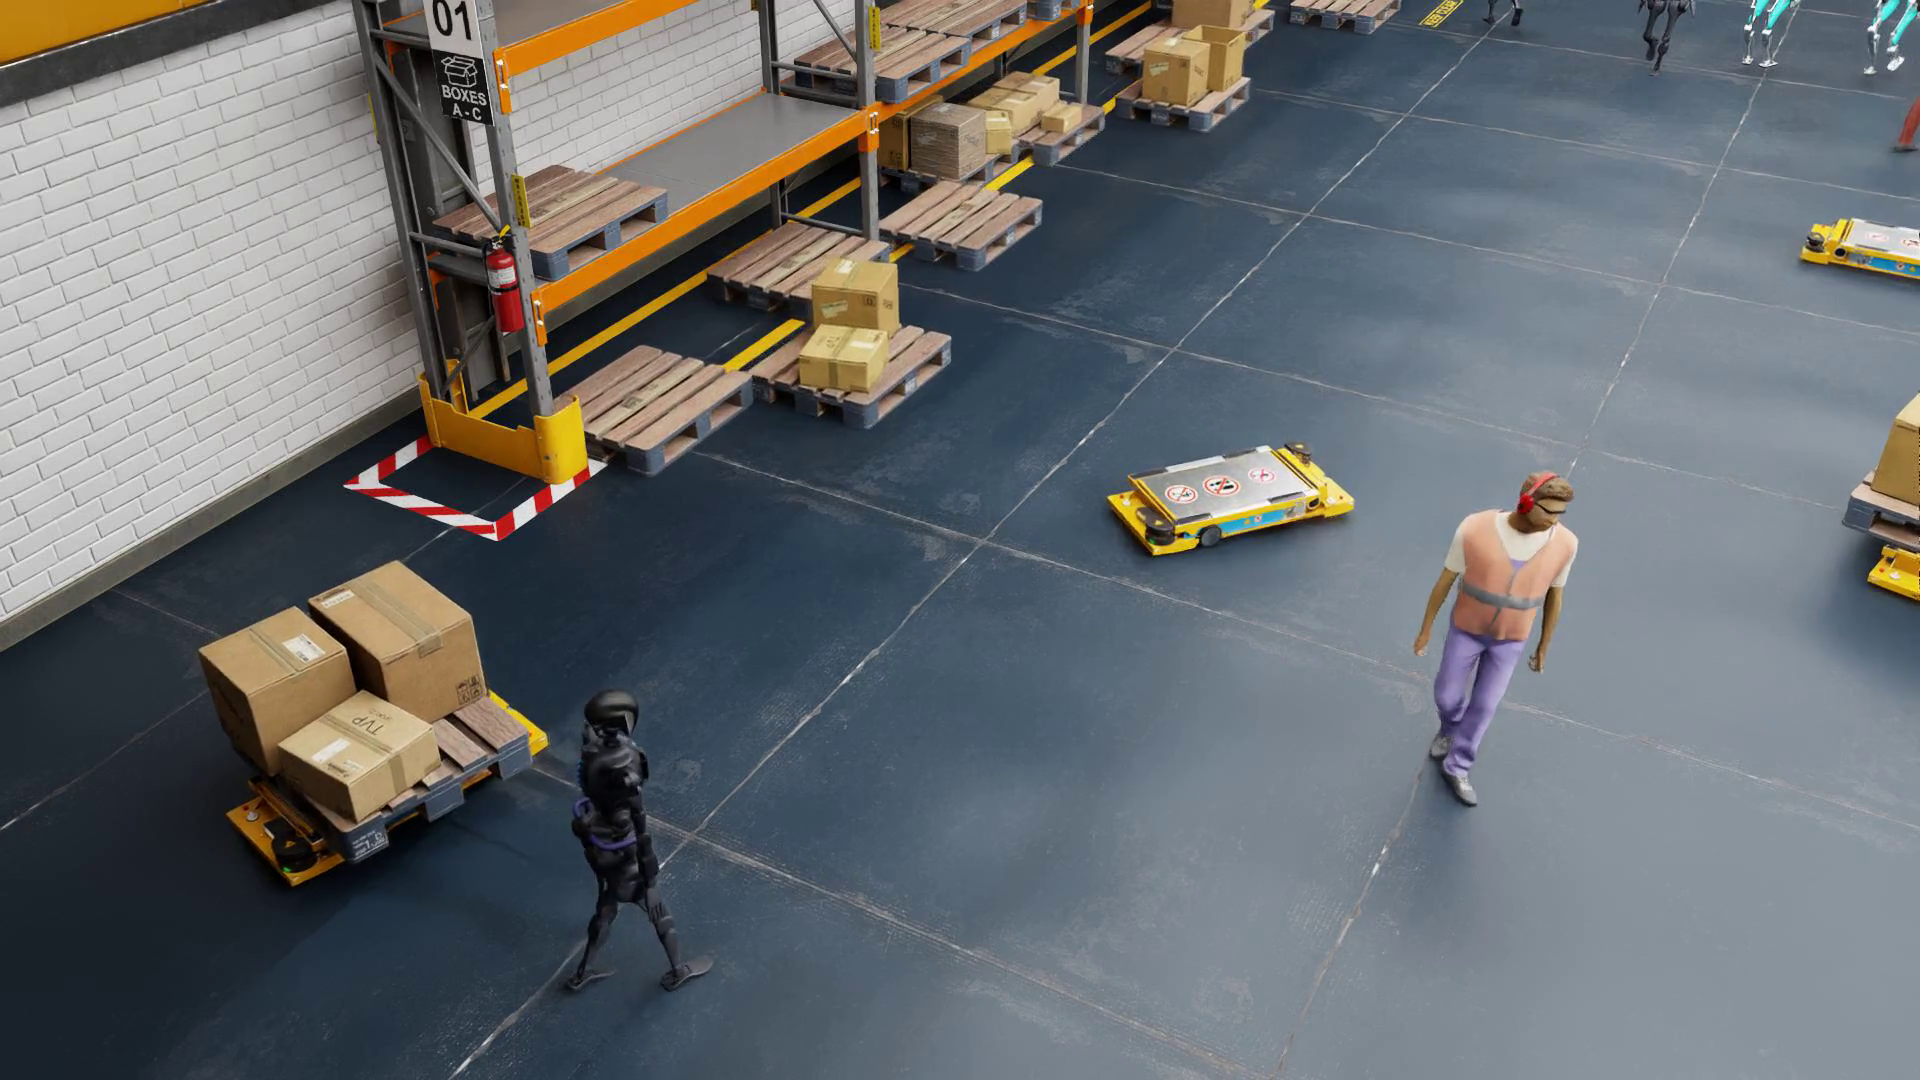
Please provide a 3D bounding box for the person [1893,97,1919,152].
[{"bbox_3d":[9.428,-4.515,15.570,0.983,1.823,0.537,-10,35,-15],"label":"person"}]

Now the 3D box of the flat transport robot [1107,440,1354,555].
[{"bbox_3d":[1.718,-0.274,10.562,1.431,0.231,0.659,-13,35,-18],"label":"flat transport robot"}]

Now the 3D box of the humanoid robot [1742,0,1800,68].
[{"bbox_3d":[8.551,-5.811,17.487,0.533,1.677,0.735,28,43,35],"label":"humanoid robot"}]

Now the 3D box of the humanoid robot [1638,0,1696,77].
[{"bbox_3d":[7.559,-5.793,17.644,0.593,1.646,0.469,19,38,26],"label":"humanoid robot"}]

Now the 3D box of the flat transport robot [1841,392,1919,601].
[{"bbox_3d":[6.120,0.023,10.113,0.659,0.231,1.431,27,42,35],"label":"flat transport robot"}]

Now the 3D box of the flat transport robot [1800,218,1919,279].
[{"bbox_3d":[7.766,-2.355,13.712,1.431,0.231,0.659,19,38,26],"label":"flat transport robot"}]

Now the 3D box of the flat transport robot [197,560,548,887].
[{"bbox_3d":[-2.871,1.166,8.384,0.659,0.231,1.431,28,43,35],"label":"flat transport robot"}]

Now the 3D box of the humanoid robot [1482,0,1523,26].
[{"bbox_3d":[6.307,-6.720,19.050,0.585,1.644,0.539,-5,34,-8],"label":"humanoid robot"}]

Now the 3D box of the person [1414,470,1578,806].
[{"bbox_3d":[2.555,0.446,8.069,0.664,1.812,0.540,4,34,6],"label":"person"}]

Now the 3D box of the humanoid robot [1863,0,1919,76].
[{"bbox_3d":[9.817,-5.625,17.352,0.538,1.737,1.028,29,43,36],"label":"humanoid robot"}]

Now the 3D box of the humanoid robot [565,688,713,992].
[{"bbox_3d":[-1.430,1.267,6.985,0.613,1.647,0.610,-20,38,-28],"label":"humanoid robot"}]
